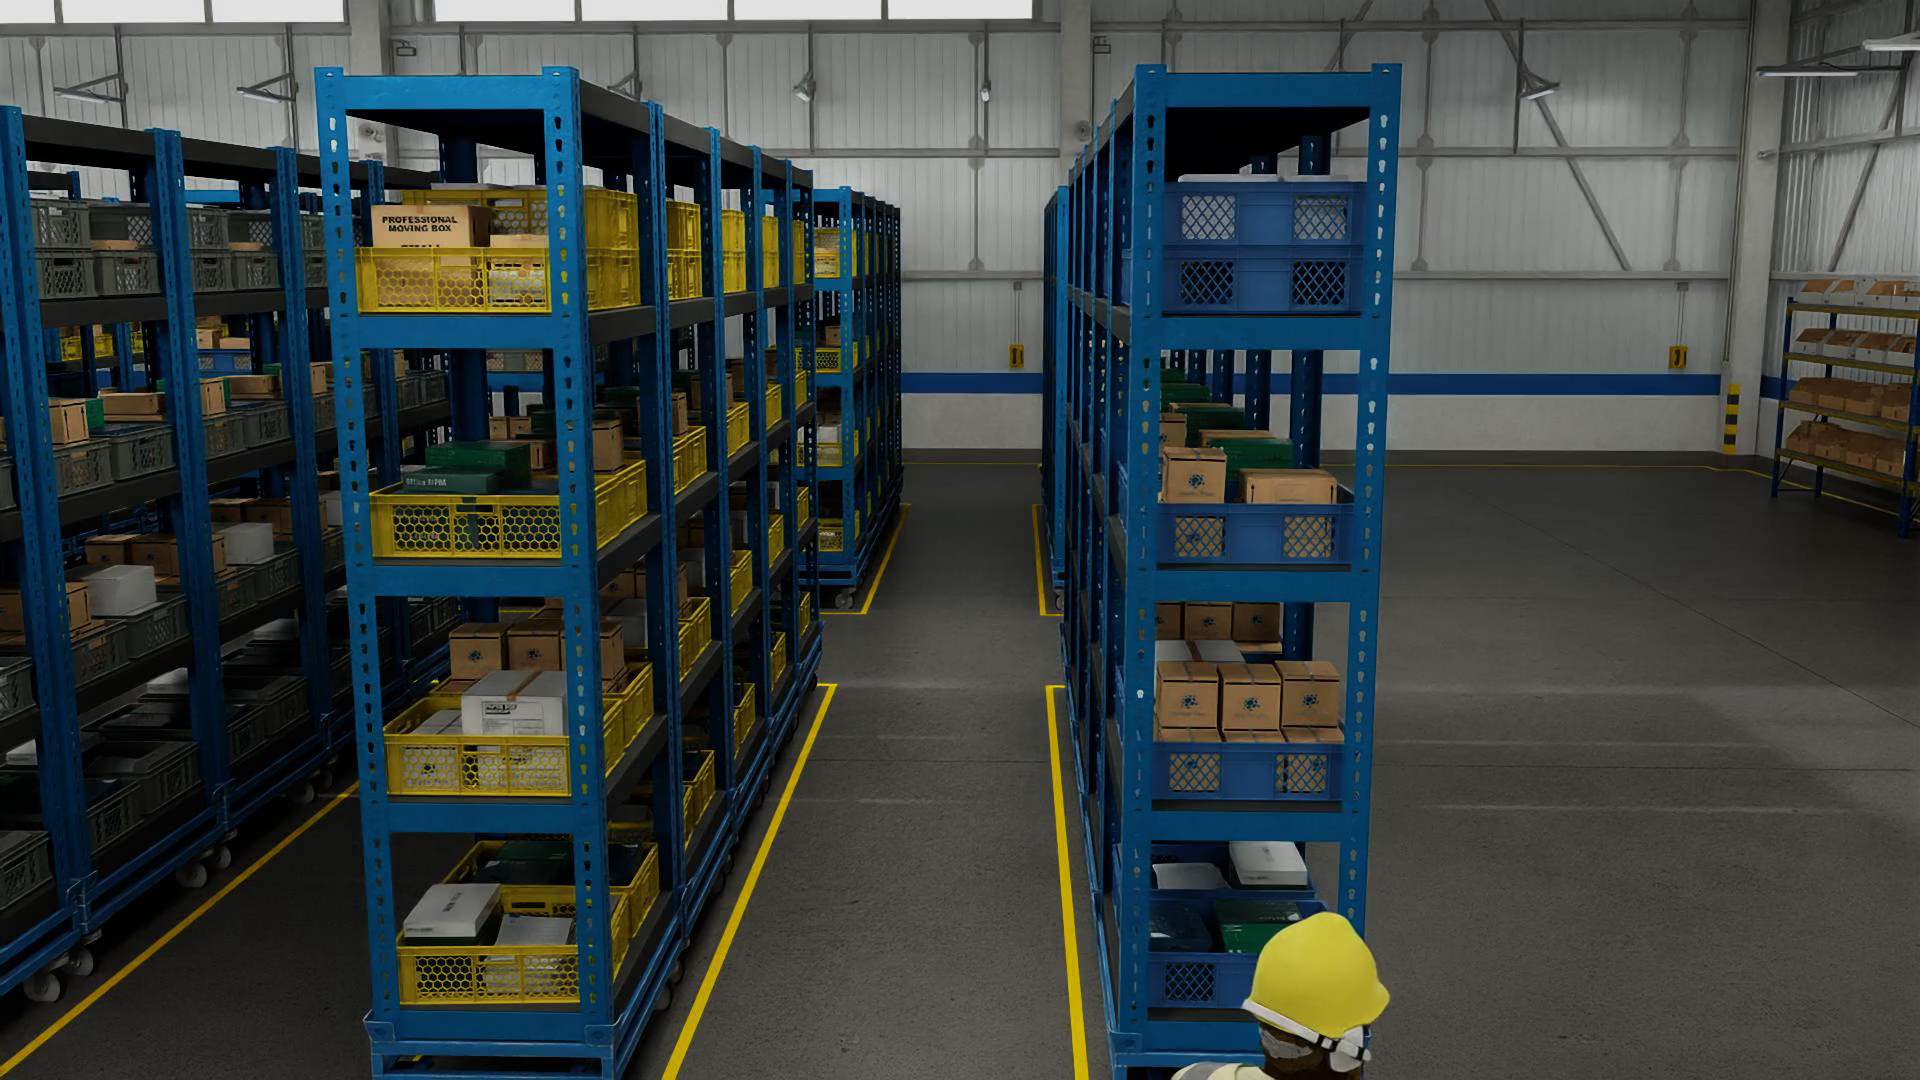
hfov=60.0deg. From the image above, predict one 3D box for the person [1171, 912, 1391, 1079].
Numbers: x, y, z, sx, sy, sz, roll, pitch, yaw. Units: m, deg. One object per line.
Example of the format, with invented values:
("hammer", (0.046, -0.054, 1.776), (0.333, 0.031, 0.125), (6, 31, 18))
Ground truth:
("person", (0.654, 1.591, 3.171), (0.590, 1.833, 0.404), (9, 13, 41))
